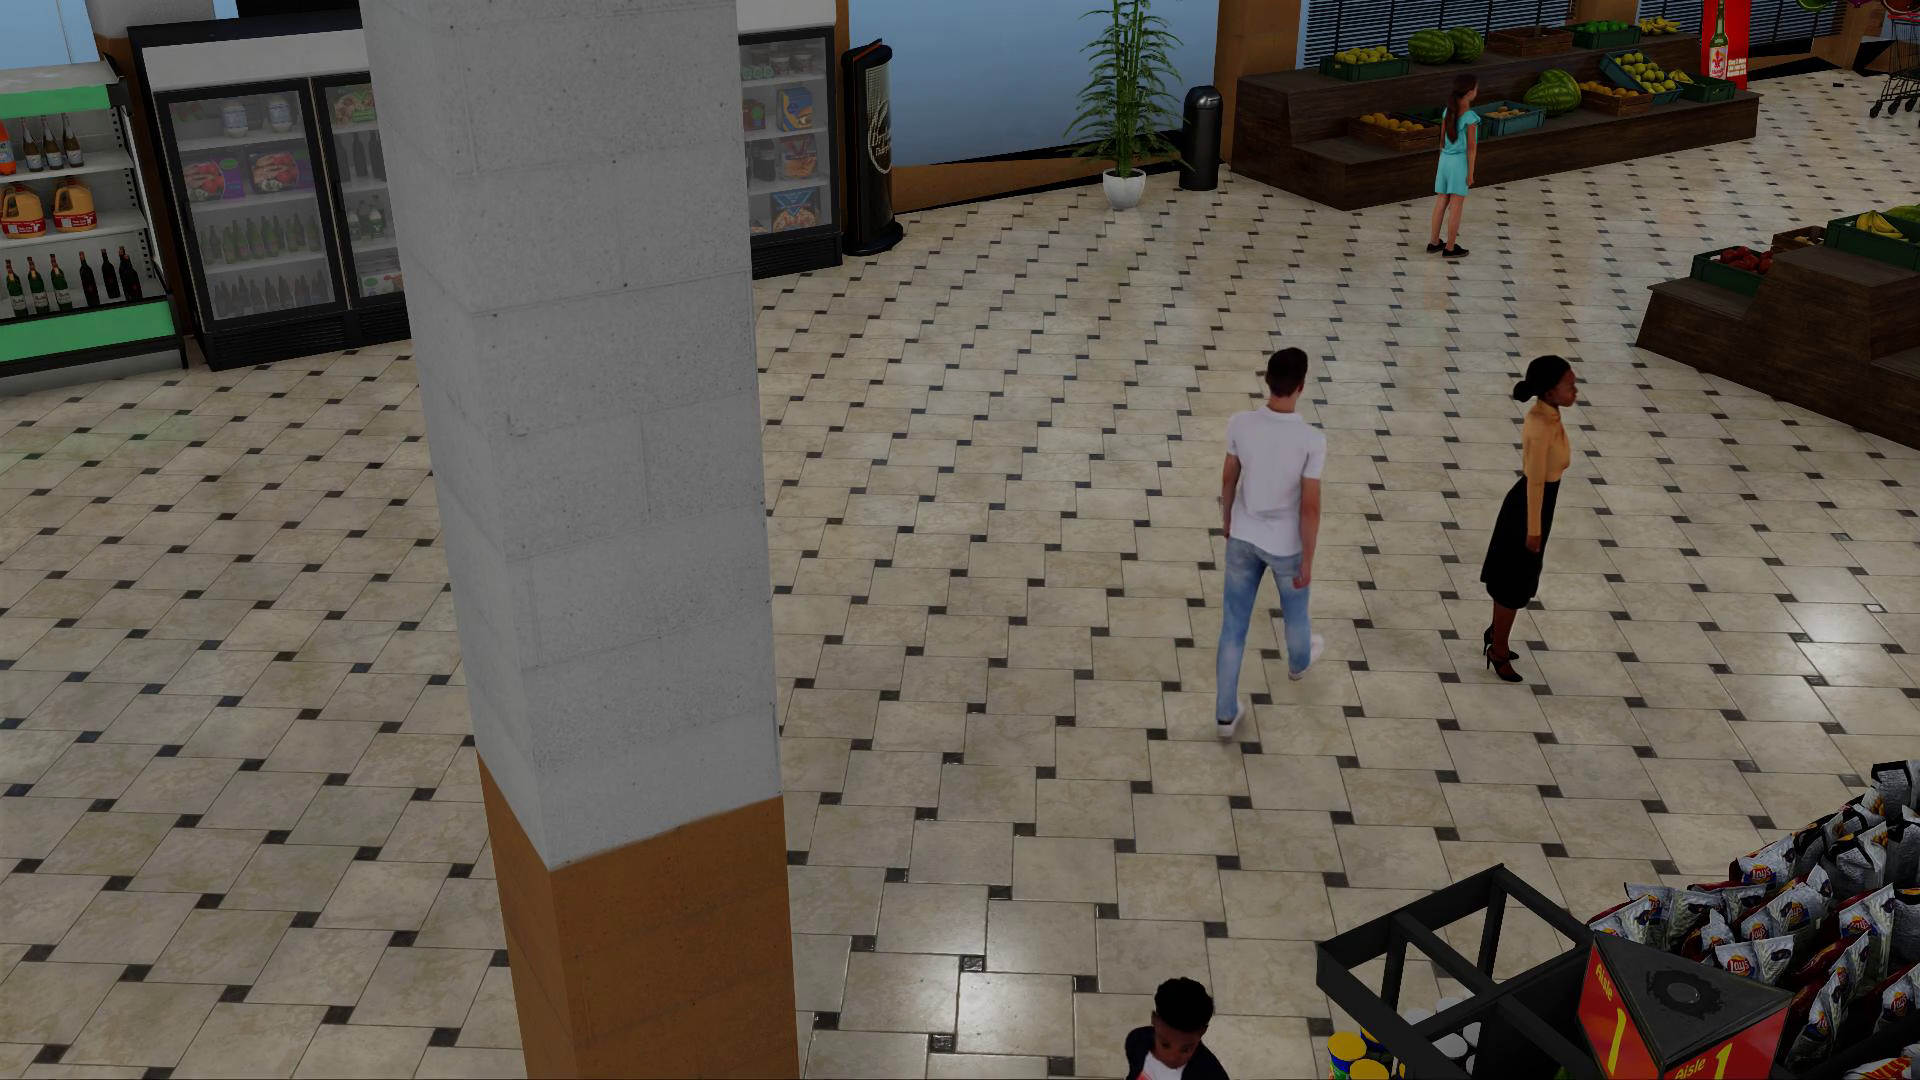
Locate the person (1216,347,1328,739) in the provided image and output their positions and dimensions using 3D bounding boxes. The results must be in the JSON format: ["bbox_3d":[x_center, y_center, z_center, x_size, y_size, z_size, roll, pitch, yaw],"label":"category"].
[{"bbox_3d":[1.352,0.072,7.523,1.037,1.812,1.233,15,30,27],"label":"person"}]

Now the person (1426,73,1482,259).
[{"bbox_3d":[4.260,-3.225,14.304,0.508,1.558,0.537,-15,30,-27],"label":"person"}]

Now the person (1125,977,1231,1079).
[{"bbox_3d":[0.663,1.743,4.853,0.739,1.247,0.918,17,32,31],"label":"person"}]

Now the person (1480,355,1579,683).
[{"bbox_3d":[2.746,-0.108,8.053,0.725,1.653,0.656,9,28,17],"label":"person"}]
